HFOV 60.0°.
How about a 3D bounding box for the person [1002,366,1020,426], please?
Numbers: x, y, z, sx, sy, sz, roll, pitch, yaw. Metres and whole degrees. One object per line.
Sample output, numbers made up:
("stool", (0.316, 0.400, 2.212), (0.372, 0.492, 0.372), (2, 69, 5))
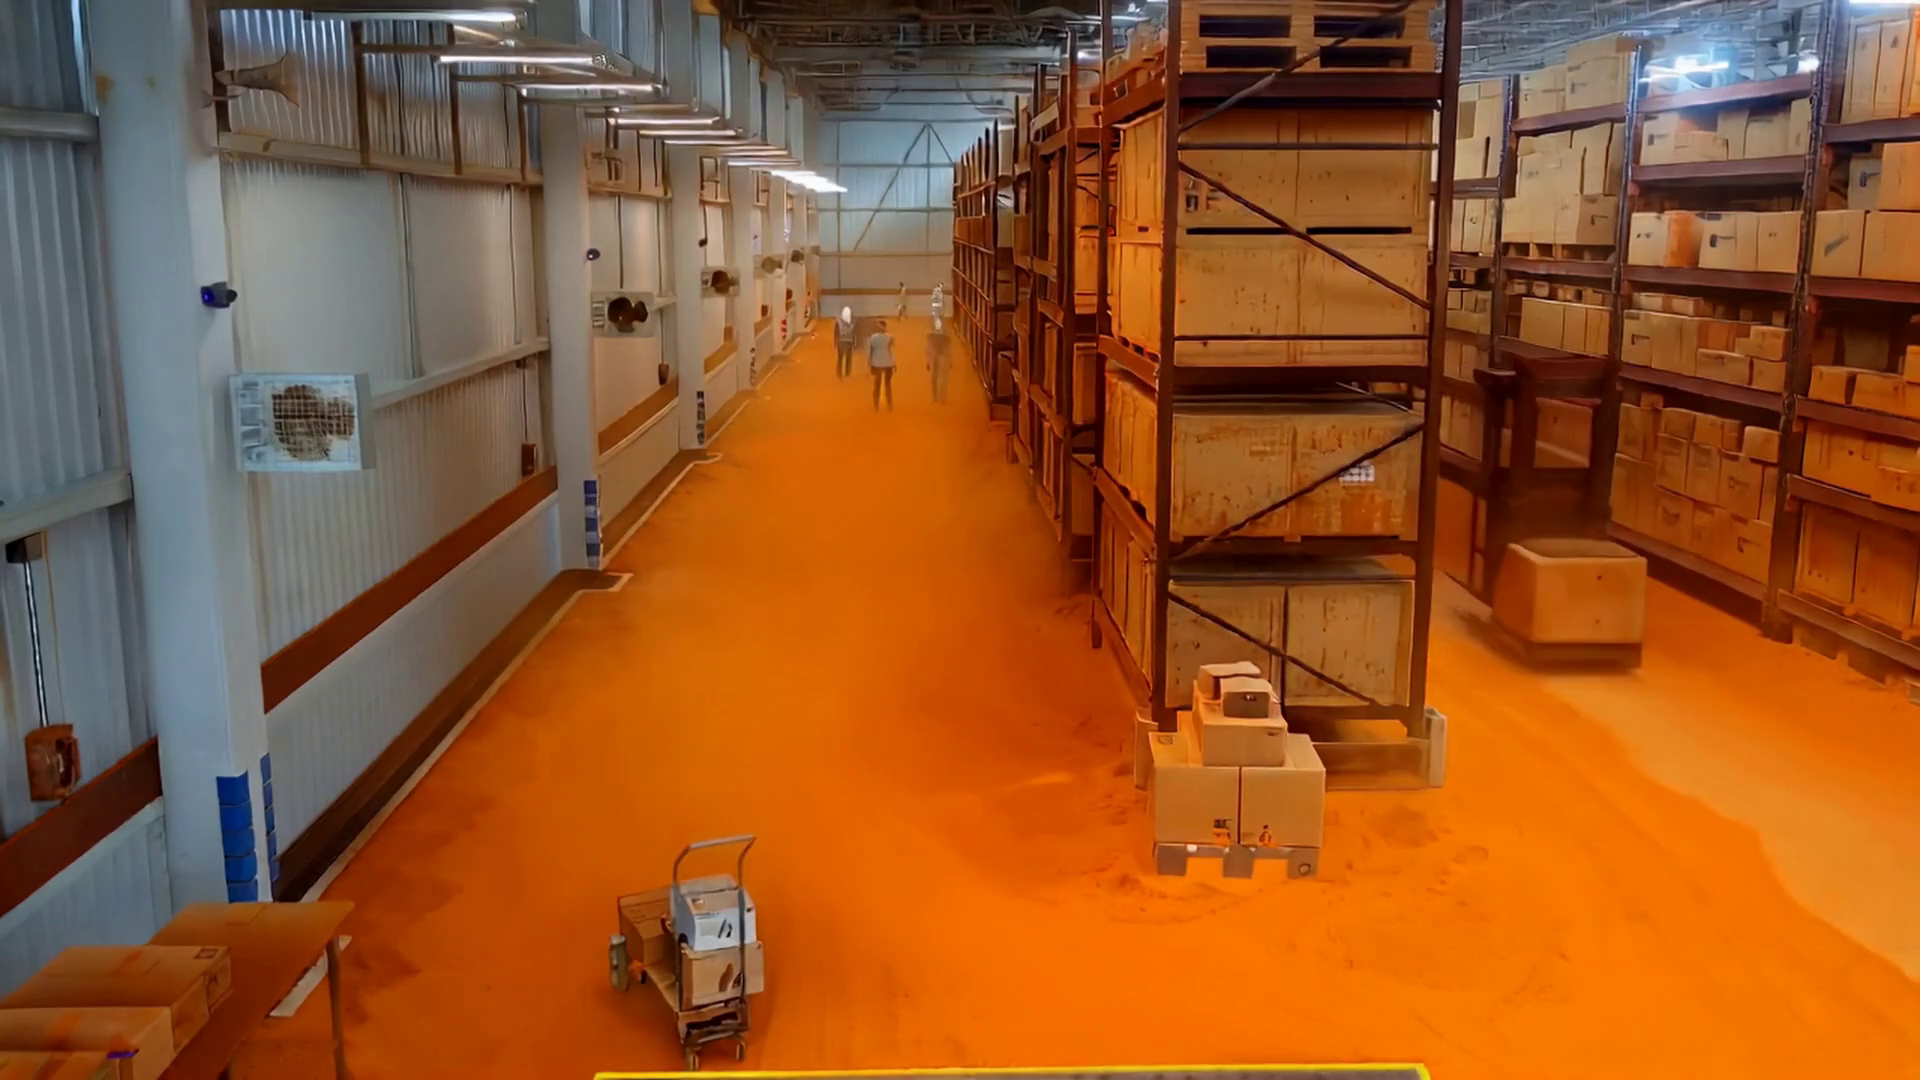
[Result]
("person", (1.277, -3.169, 32.925), (0.795, 1.884, 0.645), (-1, 11, -6))

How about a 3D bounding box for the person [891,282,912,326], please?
("person", (-2.247, -9.186, 64.709), (0.896, 1.705, 0.595), (-3, 11, -14))

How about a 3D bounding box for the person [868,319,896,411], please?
("person", (-1.666, -3.756, 35.733), (0.619, 1.986, 0.410), (-3, 11, -17))

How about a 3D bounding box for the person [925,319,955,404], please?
("person", (-0.436, -3.964, 37.039), (0.669, 1.890, 0.424), (-1, 11, -7))

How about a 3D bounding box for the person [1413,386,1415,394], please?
("person", (10.658, -4.159, 38.241), (0.636, 1.826, 0.699), (-3, 11, -15))

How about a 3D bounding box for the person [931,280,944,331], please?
("person", (-0.822, -8.723, 61.864), (0.568, 1.866, 0.960), (5, 12, 24))

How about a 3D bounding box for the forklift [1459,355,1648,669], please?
("forklift", (5.614, -0.337, 15.602), (1.129, 2.768, 1.873), (0, 11, -2))

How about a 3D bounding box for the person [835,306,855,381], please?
("person", (-2.945, -5.024, 42.538), (0.587, 1.909, 0.392), (-9, 14, -40))
